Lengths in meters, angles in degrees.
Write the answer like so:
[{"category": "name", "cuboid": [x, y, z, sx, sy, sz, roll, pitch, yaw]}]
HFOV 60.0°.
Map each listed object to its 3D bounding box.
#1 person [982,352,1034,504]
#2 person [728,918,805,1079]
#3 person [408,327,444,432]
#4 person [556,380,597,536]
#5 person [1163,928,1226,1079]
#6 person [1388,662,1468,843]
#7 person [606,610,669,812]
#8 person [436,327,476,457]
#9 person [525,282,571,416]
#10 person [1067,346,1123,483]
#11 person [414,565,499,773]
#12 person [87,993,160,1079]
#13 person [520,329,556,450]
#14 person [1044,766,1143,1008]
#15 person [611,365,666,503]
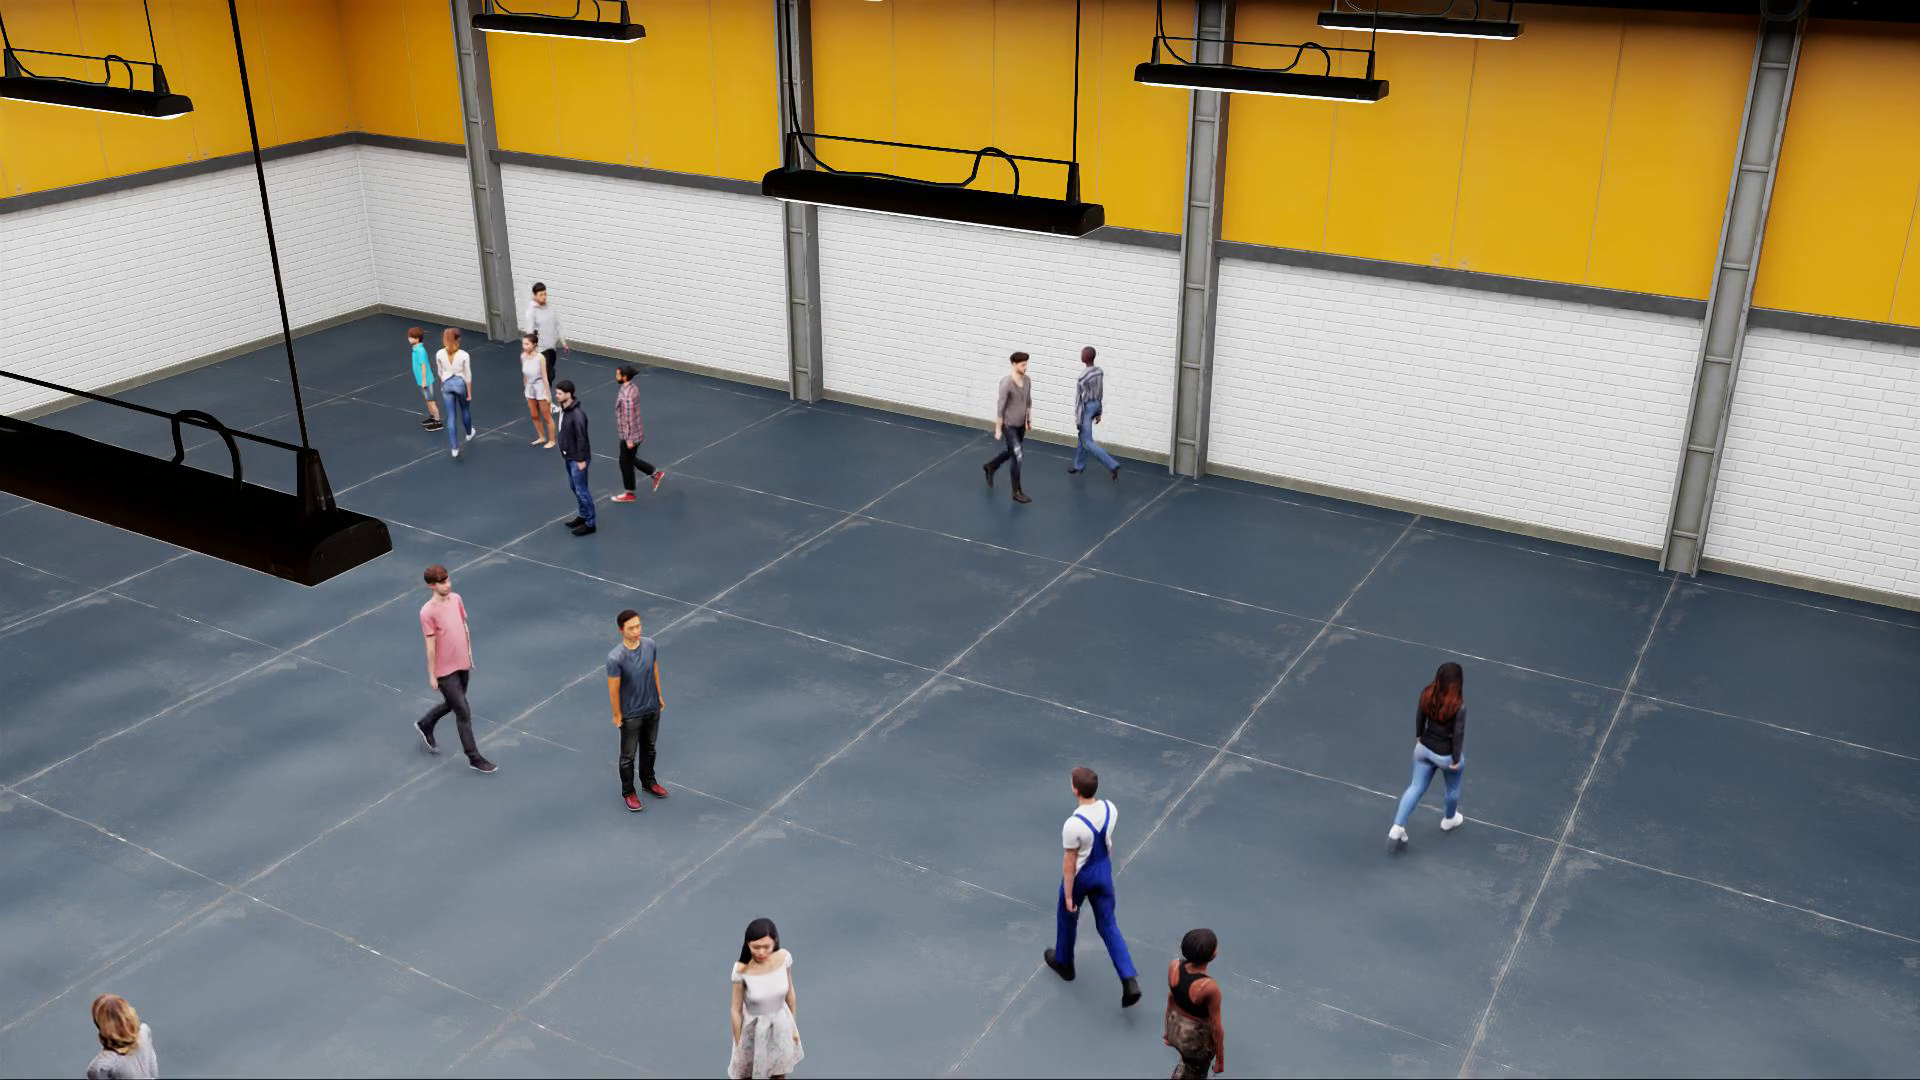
[{"category": "person", "cuboid": [0.588, -1.424, 20.522, 1.232, 1.864, 0.879, 21, 31, 40]}, {"category": "person", "cuboid": [-1.206, 3.088, 10.315, 0.770, 1.773, 0.804, -12, 26, -26]}, {"category": "person", "cuboid": [-7.364, -2.238, 22.911, 0.663, 1.443, 0.569, -13, 27, -27]}, {"category": "person", "cuboid": [-4.487, -0.989, 19.499, 0.818, 1.887, 0.692, -13, 27, -28]}, {"category": "person", "cuboid": [1.367, 3.141, 10.300, 0.774, 1.689, 0.715, -17, 29, -34]}, {"category": "person", "cuboid": [3.845, 1.768, 13.555, 0.959, 1.597, 1.124, -19, 30, -37]}, {"category": "person", "cuboid": [-2.743, 1.408, 14.114, 0.613, 1.809, 0.707, 20, 31, 39]}, {"category": "person", "cuboid": [-6.658, -1.910, 21.880, 1.174, 1.668, 1.129, -3, 24, -6]}, {"category": "person", "cuboid": [-5.928, -2.684, 23.410, 0.646, 1.860, 0.713, 11, 26, 24]}, {"category": "person", "cuboid": [1.696, -1.533, 20.900, 1.109, 1.763, 0.726, 17, 29, 33]}, {"category": "person", "cuboid": [-4.555, 1.111, 14.642, 1.193, 1.930, 0.713, 10, 25, 21]}, {"category": "person", "cuboid": [-4.765, 3.366, 9.651, 0.583, 1.797, 0.631, 7, 25, 16]}, {"category": "person", "cuboid": [-5.625, -2.009, 22.168, 0.504, 1.619, 0.668, 12, 26, 26]}, {"category": "person", "cuboid": [0.966, 2.452, 11.709, 1.046, 1.823, 1.285, -13, 27, -28]}, {"category": "person", "cuboid": [-3.981, -1.309, 20.409, 1.061, 1.745, 0.979, -4, 24, -8]}]
